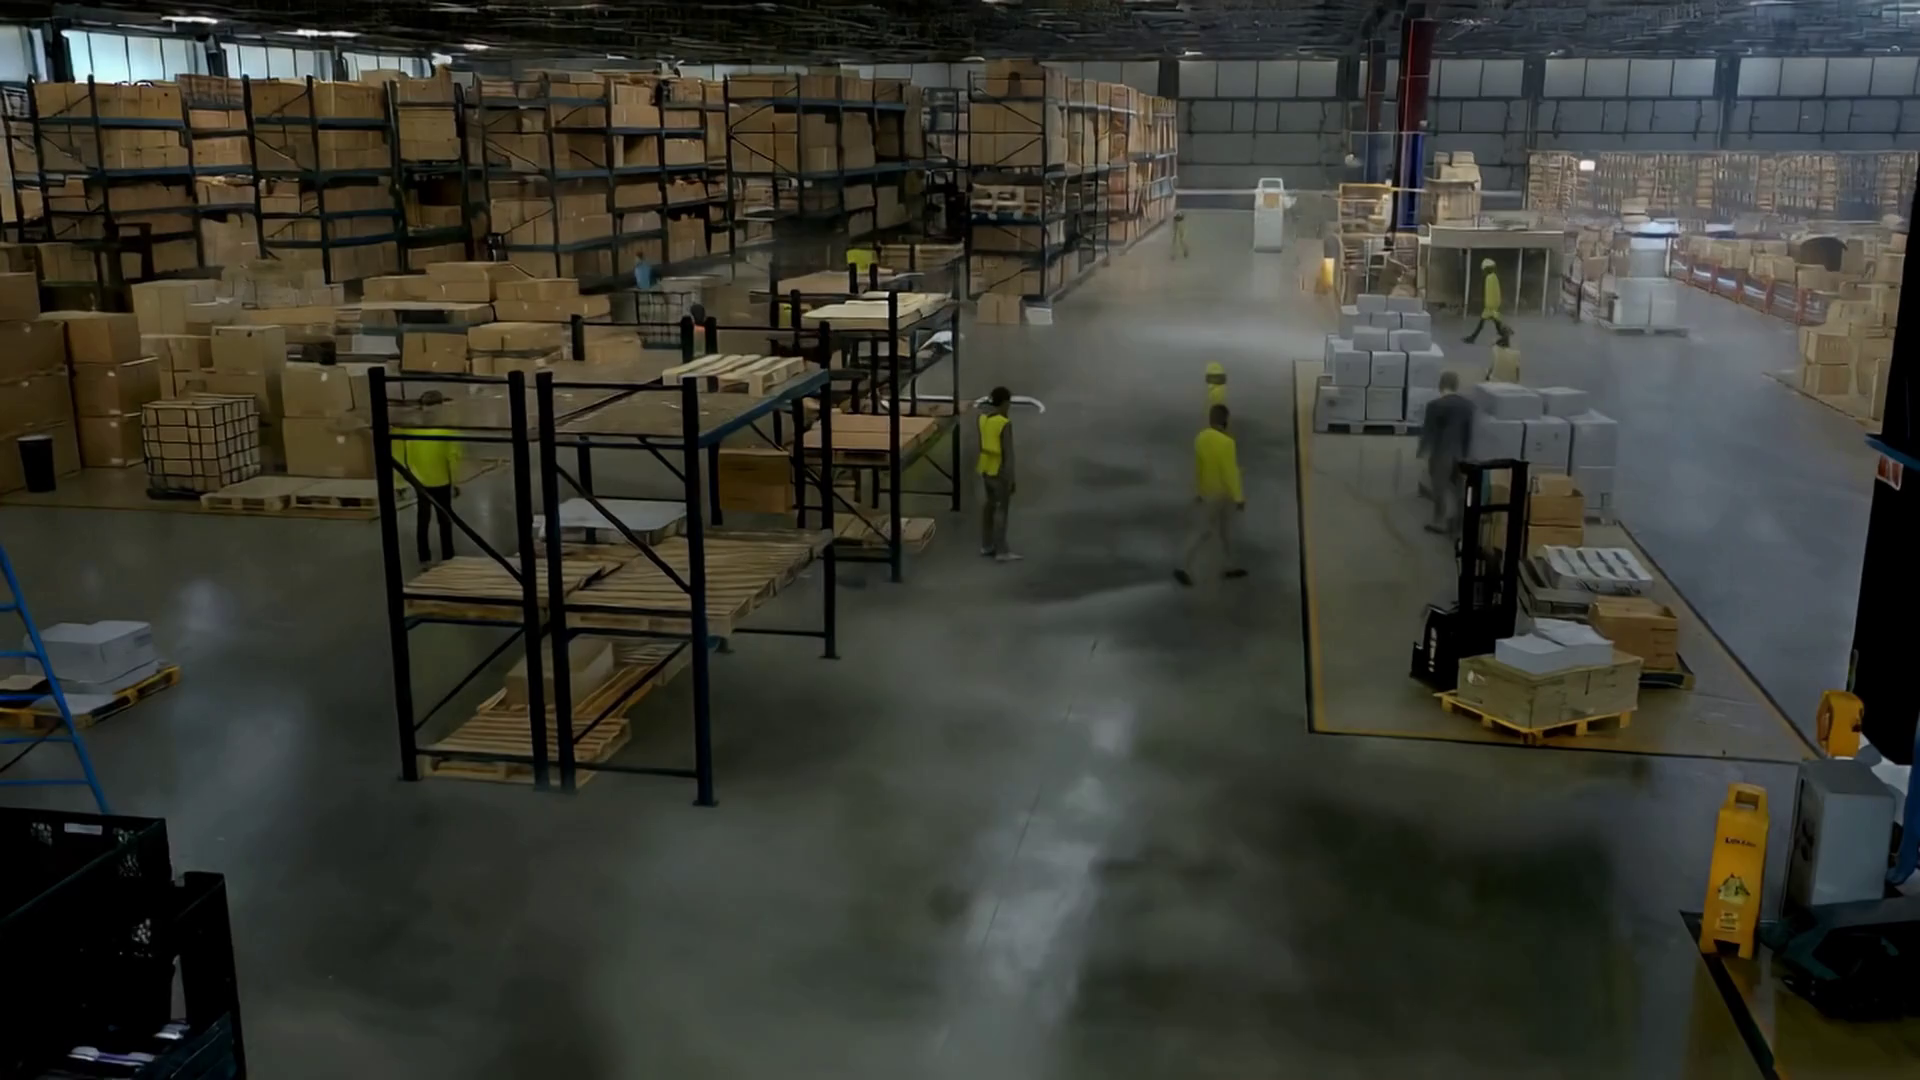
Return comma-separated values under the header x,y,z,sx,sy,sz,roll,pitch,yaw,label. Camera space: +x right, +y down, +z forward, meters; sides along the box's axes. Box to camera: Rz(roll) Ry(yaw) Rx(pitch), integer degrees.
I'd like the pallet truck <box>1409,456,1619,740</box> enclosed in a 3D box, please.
x,y,z,sx,sy,sz,roll,pitch,yaw,label
4.504,0.400,13.395,0.823,1.965,1.885,-6,15,-23,pallet truck

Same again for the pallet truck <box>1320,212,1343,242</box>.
x,y,z,sx,sy,sz,roll,pitch,yaw,label
15.874,-13.227,70.310,0.680,1.201,1.601,10,17,35,pallet truck

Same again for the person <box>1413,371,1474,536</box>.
x,y,z,sx,sy,sz,roll,pitch,yaw,label
5.595,-0.995,19.243,0.649,1.918,0.434,-9,16,-32,person

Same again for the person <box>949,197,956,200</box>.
x,y,z,sx,sy,sz,roll,pitch,yaw,label
-0.432,-17.622,86.956,0.596,1.810,0.751,3,14,11,person

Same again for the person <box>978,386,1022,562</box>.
x,y,z,sx,sy,sz,roll,pitch,yaw,label
0.410,-0.716,18.099,0.392,1.917,0.592,-8,16,-31,person

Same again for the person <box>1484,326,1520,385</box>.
x,y,z,sx,sy,sz,roll,pitch,yaw,label
8.017,-2.250,24.538,0.986,1.826,0.519,-5,15,-21,person

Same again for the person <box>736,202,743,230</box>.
x,y,z,sx,sy,sz,roll,pitch,yaw,label
-9.630,-14.161,72.689,0.553,1.916,0.752,0,14,0,person

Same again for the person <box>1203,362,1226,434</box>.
x,y,z,sx,sy,sz,roll,pitch,yaw,label
3.232,-1.405,21.250,0.308,1.741,0.494,4,14,16,person

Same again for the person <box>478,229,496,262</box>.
x,y,z,sx,sy,sz,roll,pitch,yaw,label
-14.704,-8.856,51.728,0.526,1.622,0.416,-5,15,-20,person

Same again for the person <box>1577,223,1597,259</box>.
x,y,z,sx,sy,sz,roll,pitch,yaw,label
19.756,-9.105,52.455,0.600,1.787,0.961,3,14,14,person

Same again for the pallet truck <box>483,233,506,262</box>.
x,y,z,sx,sy,sz,roll,pitch,yaw,label
-11.832,-7.026,43.548,1.885,1.965,0.823,8,16,28,pallet truck

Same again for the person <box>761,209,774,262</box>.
x,y,z,sx,sy,sz,roll,pitch,yaw,label
-6.759,-10.808,59.093,0.613,1.901,0.447,-3,14,-12,person

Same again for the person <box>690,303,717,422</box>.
x,y,z,sx,sy,sz,roll,pitch,yaw,label
-4.100,-2.749,26.247,0.362,1.963,0.614,13,19,42,person

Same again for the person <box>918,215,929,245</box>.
x,y,z,sx,sy,sz,roll,pitch,yaw,label
-1.212,-10.769,59.437,0.730,1.671,0.538,9,17,34,person

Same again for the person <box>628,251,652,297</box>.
x,y,z,sx,sy,sz,roll,pitch,yaw,label
-7.618,-5.914,39.368,0.863,1.836,0.541,7,16,27,person

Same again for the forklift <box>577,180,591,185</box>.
x,y,z,sx,sy,sz,roll,pitch,yaw,label
-14.345,-12.518,64.029,1.873,2.768,1.129,3,14,10,forklift

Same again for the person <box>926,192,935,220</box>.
x,y,z,sx,sy,sz,roll,pitch,yaw,label
-1.555,-17.639,87.111,0.523,1.769,0.316,-7,15,-26,person

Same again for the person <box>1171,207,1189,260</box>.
x,y,z,sx,sy,sz,roll,pitch,yaw,label
8.019,-11.176,60.618,0.642,1.908,0.975,10,17,36,person

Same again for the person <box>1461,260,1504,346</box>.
x,y,z,sx,sy,sz,roll,pitch,yaw,label
11.471,-5.140,36.139,1.023,1.871,0.562,4,14,16,person

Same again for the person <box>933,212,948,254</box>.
x,y,z,sx,sy,sz,roll,pitch,yaw,label
-0.770,-11.700,63.372,0.853,1.591,0.499,3,14,12,person

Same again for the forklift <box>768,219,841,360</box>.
x,y,z,sx,sy,sz,roll,pitch,yaw,label
-3.233,-5.199,34.310,1.129,2.768,1.873,3,14,10,forklift

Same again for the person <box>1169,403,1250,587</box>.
x,y,z,sx,sy,sz,roll,pitch,yaw,label
2.584,-0.465,17.126,0.967,1.903,0.631,-4,15,-17,person

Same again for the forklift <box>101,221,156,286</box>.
x,y,z,sx,sy,sz,roll,pitch,yaw,label
-16.772,-5.071,33.793,1.129,2.768,1.873,3,14,10,forklift

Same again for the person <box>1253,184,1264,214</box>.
x,y,z,sx,sy,sz,roll,pitch,yaw,label
15.126,-17.009,84.114,0.621,1.977,0.534,-4,14,-16,person

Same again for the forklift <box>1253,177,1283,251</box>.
x,y,z,sx,sy,sz,roll,pitch,yaw,label
12.083,-12.747,64.956,1.129,2.768,1.873,3,14,10,forklift

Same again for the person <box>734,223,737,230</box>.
x,y,z,sx,sy,sz,roll,pitch,yaw,label
-9.450,-13.187,69.307,0.266,1.631,0.507,5,15,18,person

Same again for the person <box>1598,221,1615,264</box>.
x,y,z,sx,sy,sz,roll,pitch,yaw,label
21.551,-9.807,55.496,0.537,1.674,0.718,4,14,15,person

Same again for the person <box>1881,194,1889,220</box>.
x,y,z,sx,sy,sz,roll,pitch,yaw,label
43.943,-15.655,78.939,0.439,1.825,0.570,4,14,16,person

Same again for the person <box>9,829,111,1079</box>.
x,y,z,sx,sy,sz,roll,pitch,yaw,label
-3.628,2.080,6.794,0.567,1.886,0.946,4,14,16,person

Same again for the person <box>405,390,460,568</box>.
x,y,z,sx,sy,sz,roll,pitch,yaw,label
-5.631,-0.646,17.821,0.584,1.918,0.408,3,14,12,person
